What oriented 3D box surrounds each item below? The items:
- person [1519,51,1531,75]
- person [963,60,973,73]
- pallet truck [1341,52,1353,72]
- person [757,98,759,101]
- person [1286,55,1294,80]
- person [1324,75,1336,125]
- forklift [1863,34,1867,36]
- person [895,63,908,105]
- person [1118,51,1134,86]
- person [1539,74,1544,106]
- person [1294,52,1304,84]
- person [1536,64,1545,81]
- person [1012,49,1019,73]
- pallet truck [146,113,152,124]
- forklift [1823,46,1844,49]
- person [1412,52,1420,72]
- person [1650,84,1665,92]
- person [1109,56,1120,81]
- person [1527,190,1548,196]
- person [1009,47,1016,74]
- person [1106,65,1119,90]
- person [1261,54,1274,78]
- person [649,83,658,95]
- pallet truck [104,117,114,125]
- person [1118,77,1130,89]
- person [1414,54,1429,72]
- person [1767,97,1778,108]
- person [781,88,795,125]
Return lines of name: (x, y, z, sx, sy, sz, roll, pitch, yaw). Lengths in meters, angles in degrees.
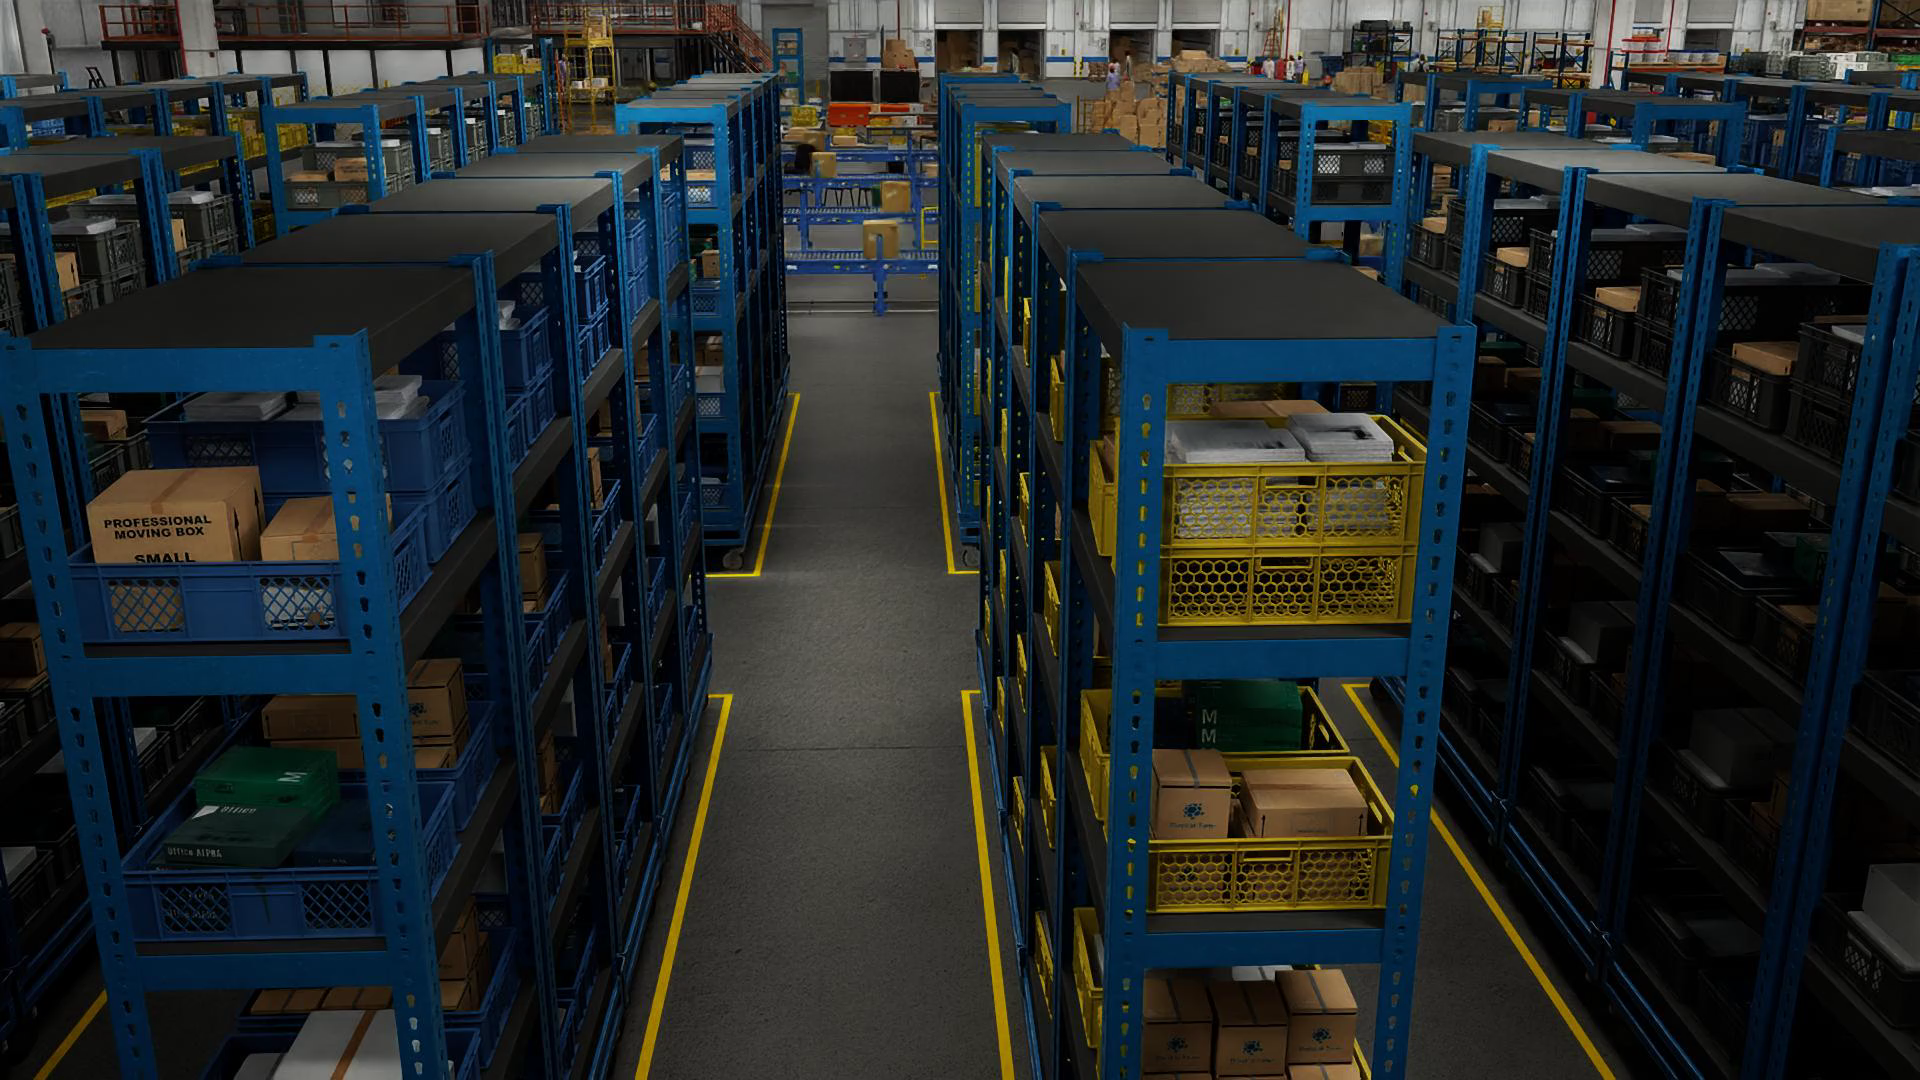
person: (29.722, -24.758, 87.509, 0.606, 1.877, 0.994, 10, 20, 27)
person: (0.441, -20.145, 73.175, 0.523, 1.901, 0.595, -16, 24, -41)
pallet truck: (18.794, -23.123, 82.231, 0.823, 1.965, 1.885, -13, 22, -35)
person: (-6.423, -13.646, 53.000, 0.379, 1.937, 0.548, 2, 18, 6)
person: (16.007, -22.546, 80.629, 0.354, 1.883, 0.572, -5, 19, -16)
person: (12.134, -14.376, 55.150, 0.614, 2.020, 0.928, 2, 18, 6)
forklift: (46.742, -24.865, 86.208, 1.873, 2.768, 1.129, 10, 20, 27)
person: (-2.371, -18.518, 68.078, 0.551, 1.937, 0.357, -10, 21, -29)
person: (8.938, -25.386, 89.523, 0.988, 1.814, 0.534, 7, 19, 21)
person: (22.337, -17.153, 64.264, 0.537, 1.687, 0.470, 16, 24, 41)
person: (17.058, -23.573, 83.752, 0.585, 1.922, 0.390, -10, 20, -29)
person: (24.100, -18.860, 69.271, 0.527, 1.858, 0.318, -10, 21, -29)
person: (3.098, -26.397, 92.643, 0.450, 1.821, 0.646, 2, 18, 6)
pallet truck: (-18.087, -8.309, 36.390, 1.885, 1.965, 0.823, -1, 18, -4)
forklift: (31.367, -16.326, 59.785, 1.129, 2.768, 1.873, -1, 18, -2)
person: (23.003, -23.566, 83.725, 0.449, 1.929, 0.664, -16, 24, -40)
person: (27.090, -17.391, 64.542, 0.611, 1.965, 0.362, 5, 19, 16)
person: (7.304, -21.903, 78.659, 0.567, 1.878, 0.350, -6, 19, -17)
person: (9.380, -5.286, 27.358, 0.931, 1.784, 0.621, -7, 19, -21)
person: (3.088, -26.727, 93.550, 0.687, 1.897, 0.603, 4, 18, 11)
person: (6.149, -18.164, 67.018, 0.554, 1.919, 0.754, -9, 20, -25)
person: (15.018, -22.697, 81.060, 0.661, 1.911, 0.722, 16, 24, 40)
person: (-10.339, -14.526, 56.054, 0.391, 1.724, 0.484, -3, 18, -9)
pallet truck: (-18.367, -7.885, 35.078, 1.885, 1.965, 0.823, 1, 18, 2)
person: (5.506, -14.376, 55.242, 0.622, 1.944, 0.994, 12, 22, 34)
person: (21.444, -21.560, 77.325, 0.689, 2.000, 0.537, 6, 19, 19)
person: (28.321, -15.235, 57.923, 0.633, 1.939, 0.363, -13, 22, -36)
person: (-6.255, -16.023, 60.540, 0.545, 1.821, 0.608, 1, 18, 4)
